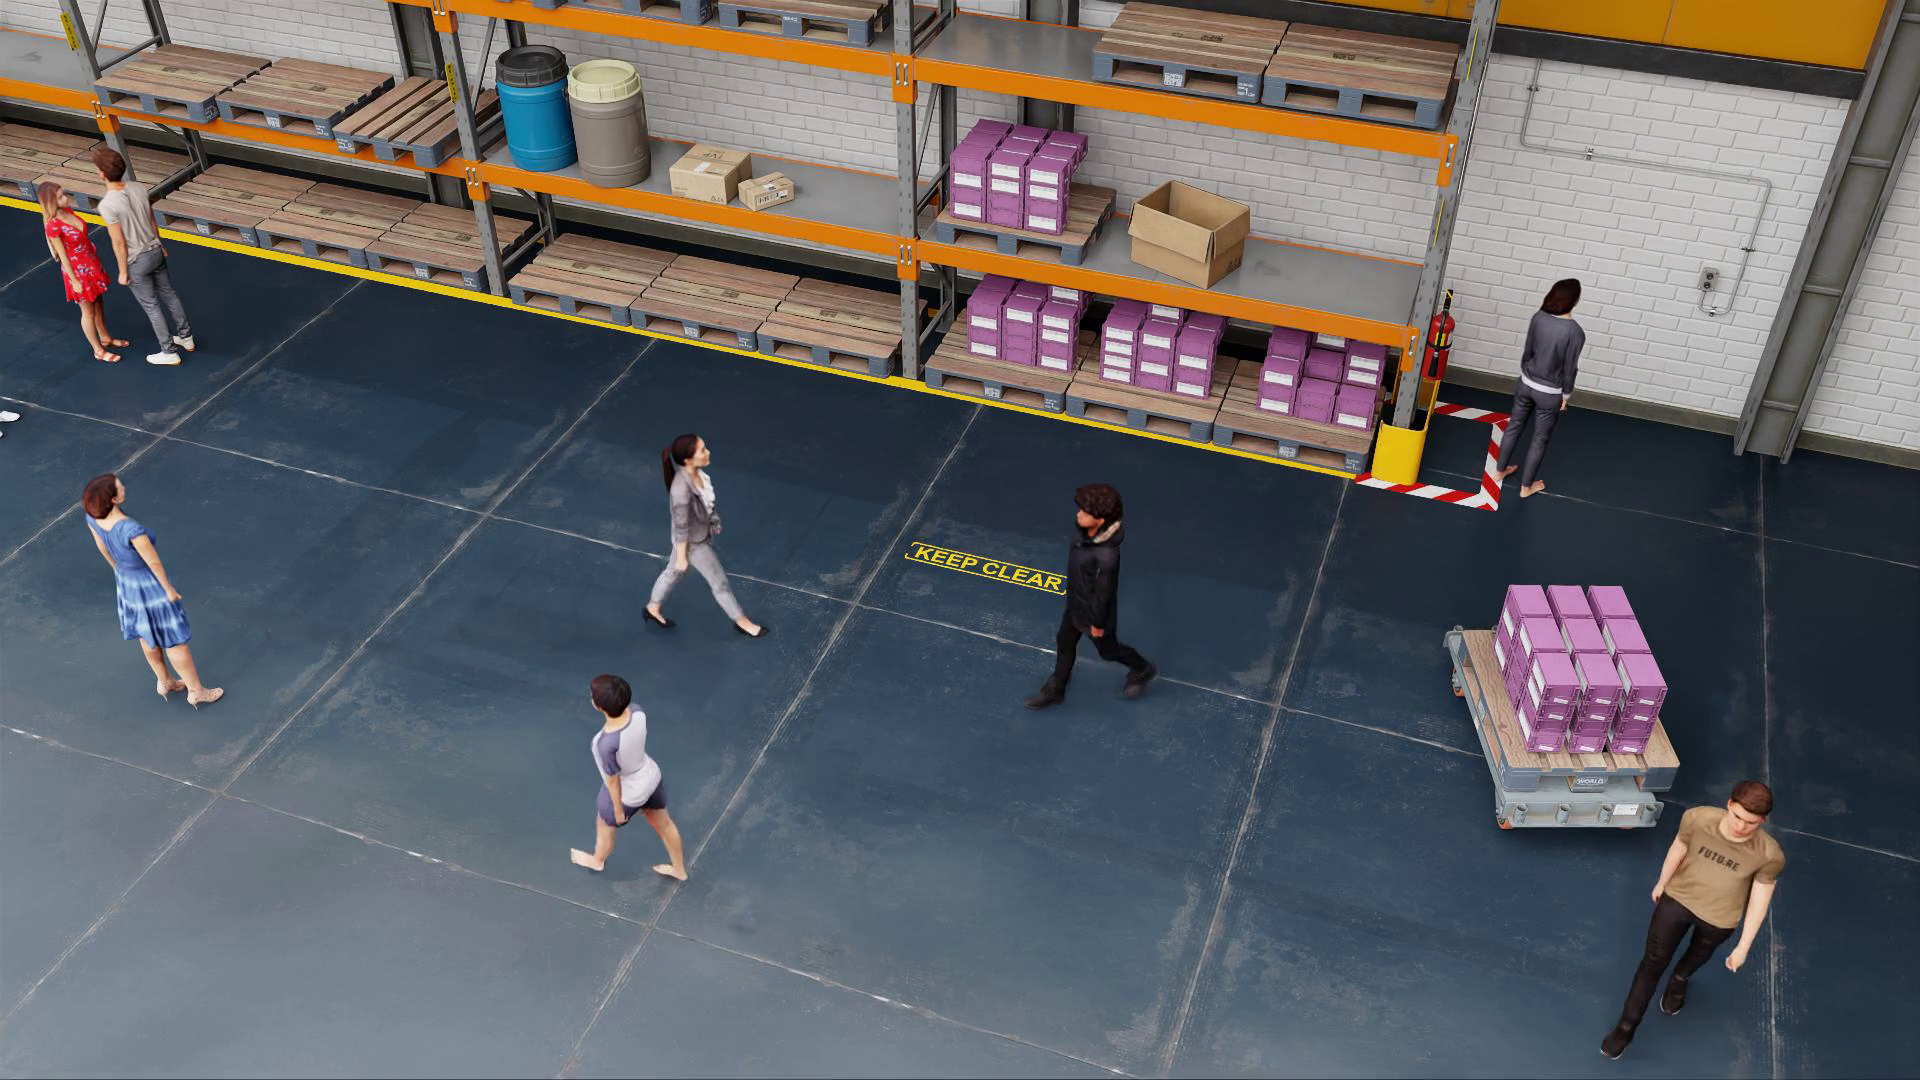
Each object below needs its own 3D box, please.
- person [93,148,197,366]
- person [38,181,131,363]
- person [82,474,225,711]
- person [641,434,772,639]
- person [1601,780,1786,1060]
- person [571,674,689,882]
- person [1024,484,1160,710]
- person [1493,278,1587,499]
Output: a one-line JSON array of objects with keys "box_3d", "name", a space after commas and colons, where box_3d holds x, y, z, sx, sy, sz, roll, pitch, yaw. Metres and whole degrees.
[{"box_3d": [-6.706, -2.320, 13.634, 0.547, 1.898, 0.661, 12, 40, 14], "name": "person"}, {"box_3d": [-7.290, -2.235, 13.772, 0.657, 1.593, 0.650, -1, 39, -2], "name": "person"}, {"box_3d": [-5.069, 0.331, 10.388, 0.509, 1.806, 0.733, 15, 41, 18], "name": "person"}, {"box_3d": [-1.843, 0.018, 10.925, 1.193, 1.625, 0.890, -1, 39, -1], "name": "person"}, {"box_3d": [3.831, 1.824, 8.512, 1.107, 1.815, 0.933, 25, 45, 28], "name": "person"}, {"box_3d": [-1.775, 1.387, 9.286, 0.926, 1.532, 0.614, 15, 41, 18], "name": "person"}, {"box_3d": [0.911, 0.380, 10.373, 1.202, 1.749, 1.063, -11, 40, -14], "name": "person"}, {"box_3d": [4.281, -1.128, 12.246, 0.735, 1.768, 0.617, -28, 46, -30], "name": "person"}]
